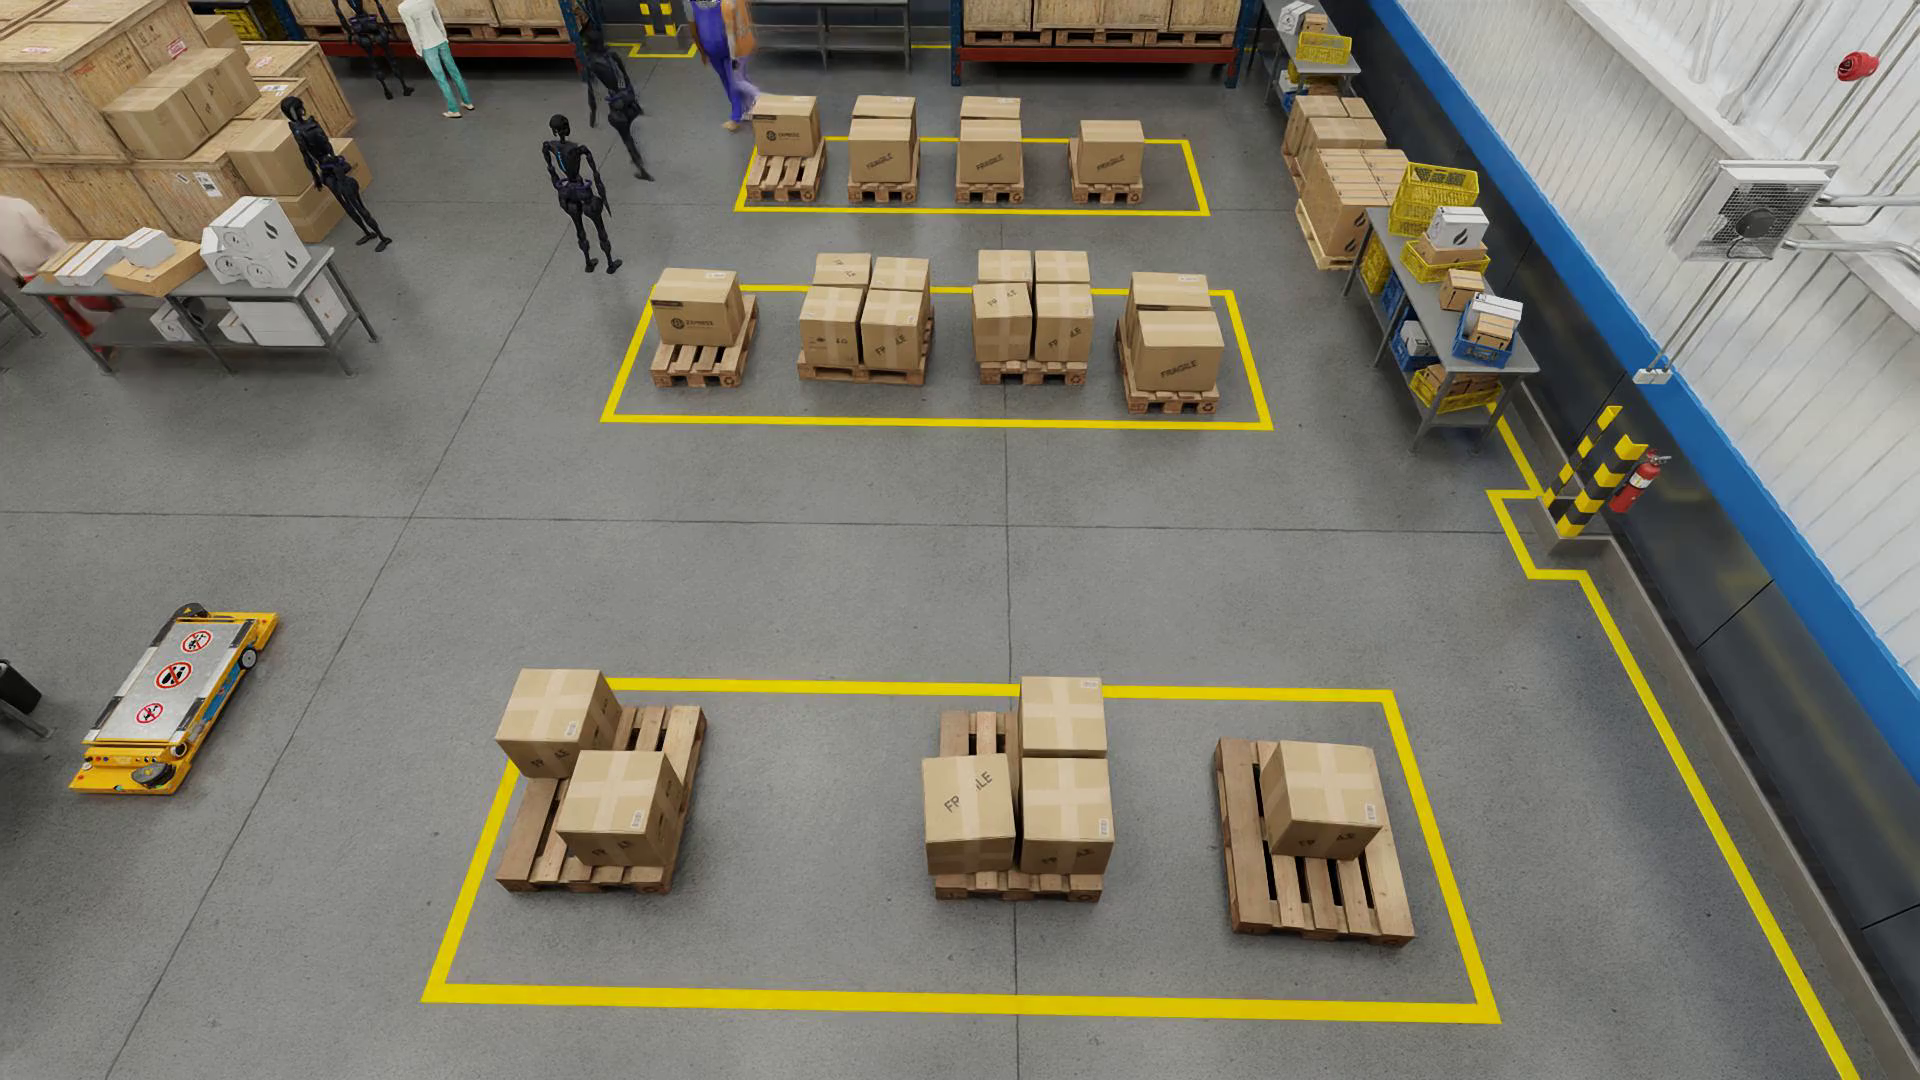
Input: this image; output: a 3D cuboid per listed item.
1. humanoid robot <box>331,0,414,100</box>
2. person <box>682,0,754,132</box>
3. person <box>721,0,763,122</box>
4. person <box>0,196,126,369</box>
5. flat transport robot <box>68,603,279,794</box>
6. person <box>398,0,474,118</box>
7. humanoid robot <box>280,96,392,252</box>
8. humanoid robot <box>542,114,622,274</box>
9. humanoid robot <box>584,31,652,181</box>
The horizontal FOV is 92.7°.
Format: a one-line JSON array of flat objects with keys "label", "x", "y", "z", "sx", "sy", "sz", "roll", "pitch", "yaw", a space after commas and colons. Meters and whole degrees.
[{"label": "humanoid robot", "x": -7.846, "y": -6.758, "z": 12.153, "sx": 0.616, "sy": 1.657, "sz": 0.309, "roll": -17, "pitch": 52, "yaw": -14}, {"label": "person", "x": -3.019, "y": -6.265, "z": 11.508, "sx": 0.719, "sy": 2.000, "sz": 0.858, "roll": 4, "pitch": 50, "yaw": 4}, {"label": "person", "x": -2.745, "y": -6.217, "z": 11.564, "sx": 0.619, "sy": 1.888, "sz": 0.640, "roll": 6, "pitch": 50, "yaw": 5}, {"label": "person", "x": -8.403, "y": -2.543, "z": 8.400, "sx": 0.642, "sy": 1.967, "sz": 0.644, "roll": -13, "pitch": 51, "yaw": -11}, {"label": "flat transport robot", "x": -5.504, "y": 1.072, "z": 6.442, "sx": 0.652, "sy": 0.197, "sz": 1.431, "roll": 1, "pitch": 50, "yaw": 1}, {"label": "person", "x": -6.788, "y": -6.363, "z": 11.770, "sx": 0.314, "sy": 1.768, "sz": 0.524, "roll": 21, "pitch": 53, "yaw": 17}, {"label": "humanoid robot", "x": -6.646, "y": -3.861, "z": 9.706, "sx": 0.570, "sy": 1.650, "sz": 0.350, "roll": 21, "pitch": 53, "yaw": 17}, {"label": "humanoid robot", "x": -3.914, "y": -3.550, "z": 9.446, "sx": 0.566, "sy": 1.652, "sz": 0.328, "roll": 6, "pitch": 50, "yaw": 5}, {"label": "humanoid robot", "x": -4.025, "y": -5.079, "z": 10.752, "sx": 0.604, "sy": 1.631, "sz": 0.573, "roll": 18, "pitch": 52, "yaw": 15}]
